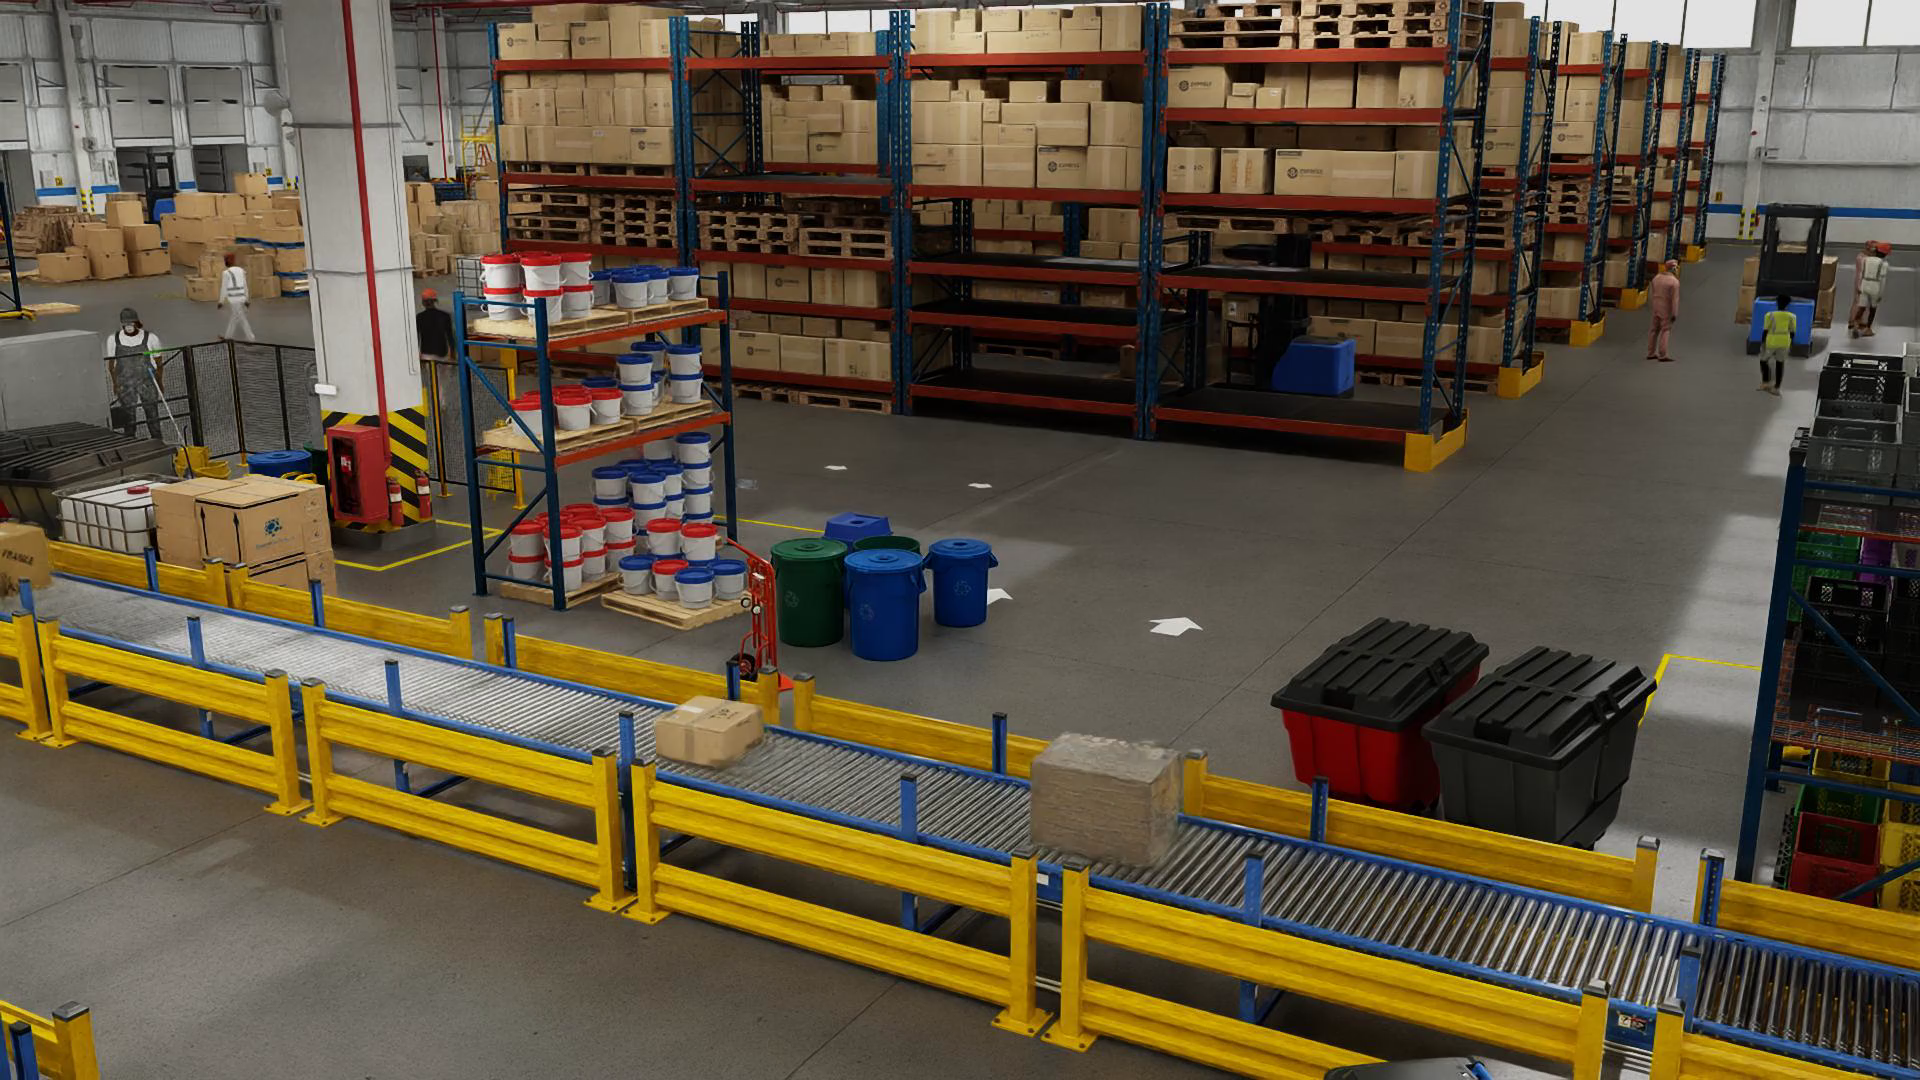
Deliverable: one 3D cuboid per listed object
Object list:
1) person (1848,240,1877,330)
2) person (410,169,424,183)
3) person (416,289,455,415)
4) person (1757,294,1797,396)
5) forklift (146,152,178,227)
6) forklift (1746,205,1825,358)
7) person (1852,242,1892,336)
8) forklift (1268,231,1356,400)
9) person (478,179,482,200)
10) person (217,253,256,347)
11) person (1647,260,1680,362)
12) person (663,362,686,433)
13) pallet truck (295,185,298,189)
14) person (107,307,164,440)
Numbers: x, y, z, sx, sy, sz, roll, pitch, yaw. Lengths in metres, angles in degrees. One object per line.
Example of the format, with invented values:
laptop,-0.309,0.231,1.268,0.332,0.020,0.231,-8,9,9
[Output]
person,19.278,-5.435,35.426,0.636,1.900,0.399,-14,20,-42
person,-23.074,-14.867,70.838,0.644,1.916,0.602,3,15,10
person,-8.226,-2.946,25.975,0.633,1.947,1.016,-11,18,-35
person,13.544,-3.250,27.610,0.560,1.675,0.543,1,15,3
forklift,-30.086,-13.242,62.882,1.873,2.768,1.129,8,17,28
forklift,15.860,-4.987,31.849,1.129,2.768,1.873,8,17,27
person,18.695,-5.131,34.099,0.803,1.979,0.637,-10,18,-33
forklift,5.282,-3.542,26.414,1.873,2.768,1.129,8,17,28
person,-17.647,-12.289,61.147,0.661,1.910,0.832,11,19,37
person,-14.414,-4.743,32.916,0.972,1.832,0.597,3,15,12
person,13.195,-4.287,31.104,0.400,1.901,0.646,-5,16,-18
person,-3.586,-1.316,20.269,0.925,1.710,0.549,10,18,34
pallet truck,-26.804,-14.617,69.738,1.885,1.965,0.823,-14,20,-42
person,-11.353,-2.189,22.938,0.673,2.000,0.536,-5,16,-19
